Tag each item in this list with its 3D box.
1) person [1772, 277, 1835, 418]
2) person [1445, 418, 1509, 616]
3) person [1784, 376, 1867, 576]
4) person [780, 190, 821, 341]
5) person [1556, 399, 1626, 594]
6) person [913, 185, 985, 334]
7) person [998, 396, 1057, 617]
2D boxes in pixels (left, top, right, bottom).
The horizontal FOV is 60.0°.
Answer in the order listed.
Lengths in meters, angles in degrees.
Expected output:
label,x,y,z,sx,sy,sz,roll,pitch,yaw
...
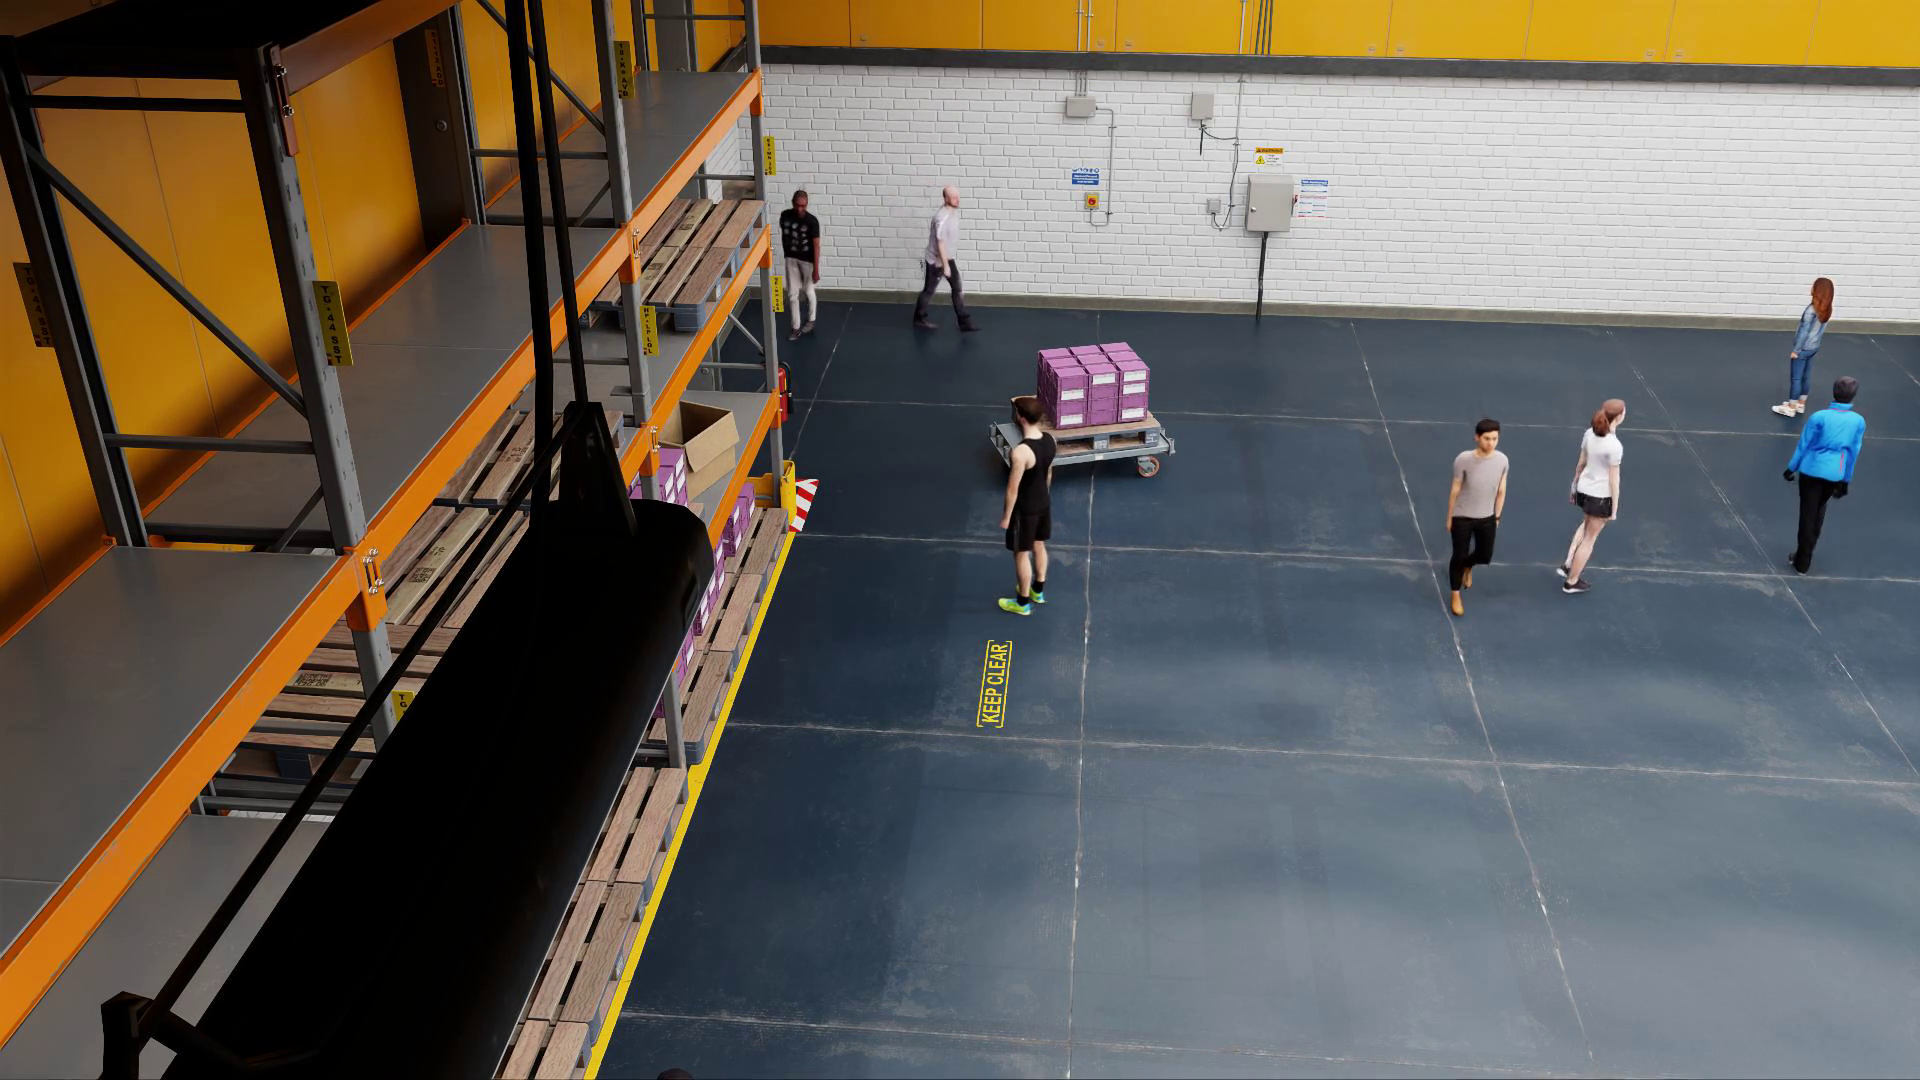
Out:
label,x,y,z,sx,sy,sz,roll,pitch,yaw
person,8.733,-1.991,17.140,0.620,1.475,0.685,-23,36,-36
person,4.208,-0.246,13.695,0.611,1.710,0.796,1,29,3
person,7.338,-0.505,14.103,0.613,1.775,0.757,1,29,2
person,-1.809,-3.176,19.024,0.766,1.752,0.941,12,31,20
person,5.196,-0.337,13.835,0.777,1.737,0.694,-11,31,-19
person,-0.283,-3.211,19.066,0.990,1.772,1.155,10,30,17
person,0.572,-0.284,13.577,0.840,1.891,0.721,19,34,31
